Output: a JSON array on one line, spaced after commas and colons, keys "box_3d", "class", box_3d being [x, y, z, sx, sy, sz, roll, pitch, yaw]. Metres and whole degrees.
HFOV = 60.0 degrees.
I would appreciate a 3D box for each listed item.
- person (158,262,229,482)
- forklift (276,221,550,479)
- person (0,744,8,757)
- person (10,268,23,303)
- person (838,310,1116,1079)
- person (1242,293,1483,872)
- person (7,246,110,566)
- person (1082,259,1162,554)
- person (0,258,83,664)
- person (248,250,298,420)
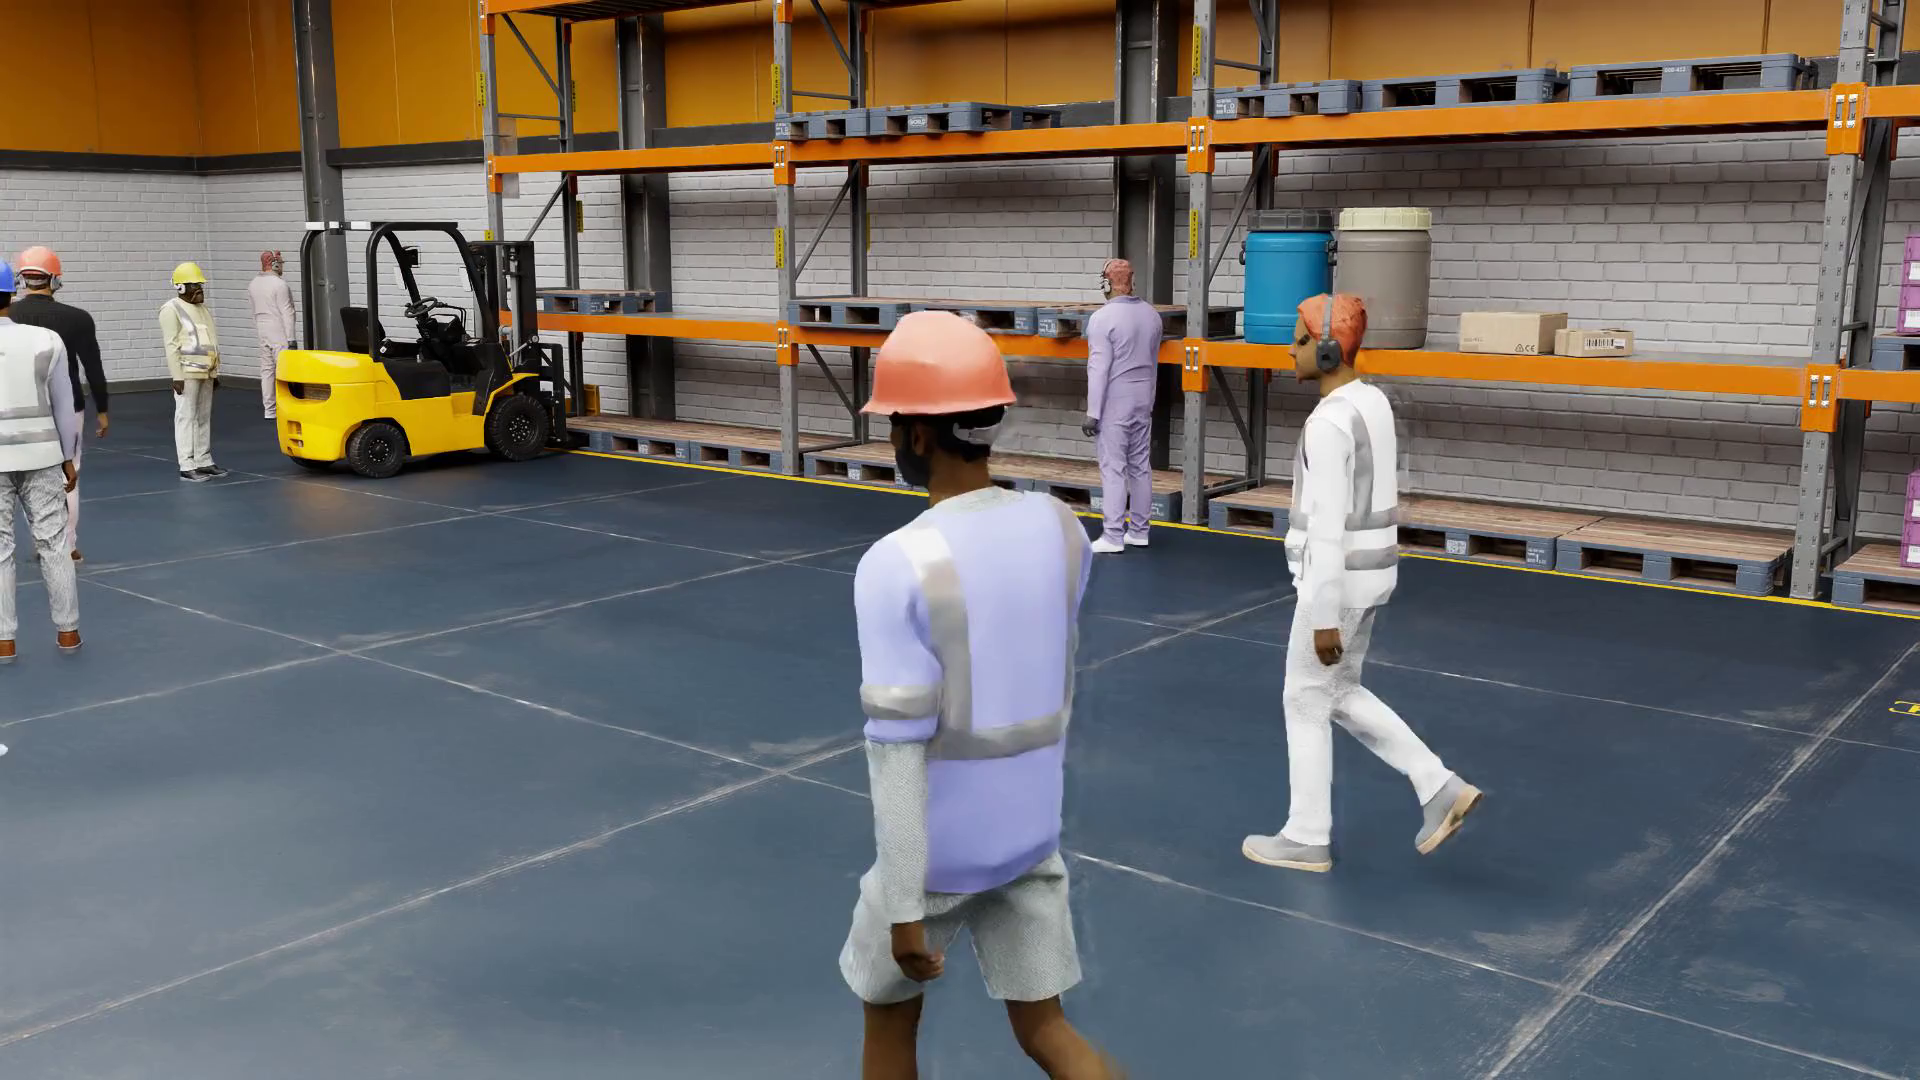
[{"box_3d": [-6.459, -1.417, 14.051, 0.403, 1.835, 0.588, 1, 10, 7], "class": "person"}, {"box_3d": [-4.922, -1.741, 14.854, 1.214, 2.155, 2.313, 8, 13, 38], "class": "forklift"}, {"box_3d": [-3.959, -0.035, 6.217, 0.704, 1.892, 0.627, -1, 10, -5], "class": "person"}, {"box_3d": [-8.056, -1.429, 14.154, 0.403, 1.826, 0.591, -3, 11, -17], "class": "person"}, {"box_3d": [0.071, 0.541, 3.031, 0.553, 1.908, 0.893, -9, 13, -40], "class": "person"}, {"box_3d": [1.268, 0.163, 5.219, 0.641, 1.862, 0.582, 6, 12, 31], "class": "person"}, {"box_3d": [-5.639, -0.821, 10.342, 0.662, 1.974, 0.571, -3, 11, -15], "class": "person"}, {"box_3d": [1.018, -0.860, 10.787, 0.642, 1.902, 0.399, -10, 14, -44], "class": "person"}, {"box_3d": [-4.567, -0.381, 7.996, 0.602, 1.949, 0.396, -8, 13, -37], "class": "person"}, {"box_3d": [-7.652, -2.285, 18.662, 0.643, 1.909, 0.410, 6, 12, 32], "class": "person"}]
